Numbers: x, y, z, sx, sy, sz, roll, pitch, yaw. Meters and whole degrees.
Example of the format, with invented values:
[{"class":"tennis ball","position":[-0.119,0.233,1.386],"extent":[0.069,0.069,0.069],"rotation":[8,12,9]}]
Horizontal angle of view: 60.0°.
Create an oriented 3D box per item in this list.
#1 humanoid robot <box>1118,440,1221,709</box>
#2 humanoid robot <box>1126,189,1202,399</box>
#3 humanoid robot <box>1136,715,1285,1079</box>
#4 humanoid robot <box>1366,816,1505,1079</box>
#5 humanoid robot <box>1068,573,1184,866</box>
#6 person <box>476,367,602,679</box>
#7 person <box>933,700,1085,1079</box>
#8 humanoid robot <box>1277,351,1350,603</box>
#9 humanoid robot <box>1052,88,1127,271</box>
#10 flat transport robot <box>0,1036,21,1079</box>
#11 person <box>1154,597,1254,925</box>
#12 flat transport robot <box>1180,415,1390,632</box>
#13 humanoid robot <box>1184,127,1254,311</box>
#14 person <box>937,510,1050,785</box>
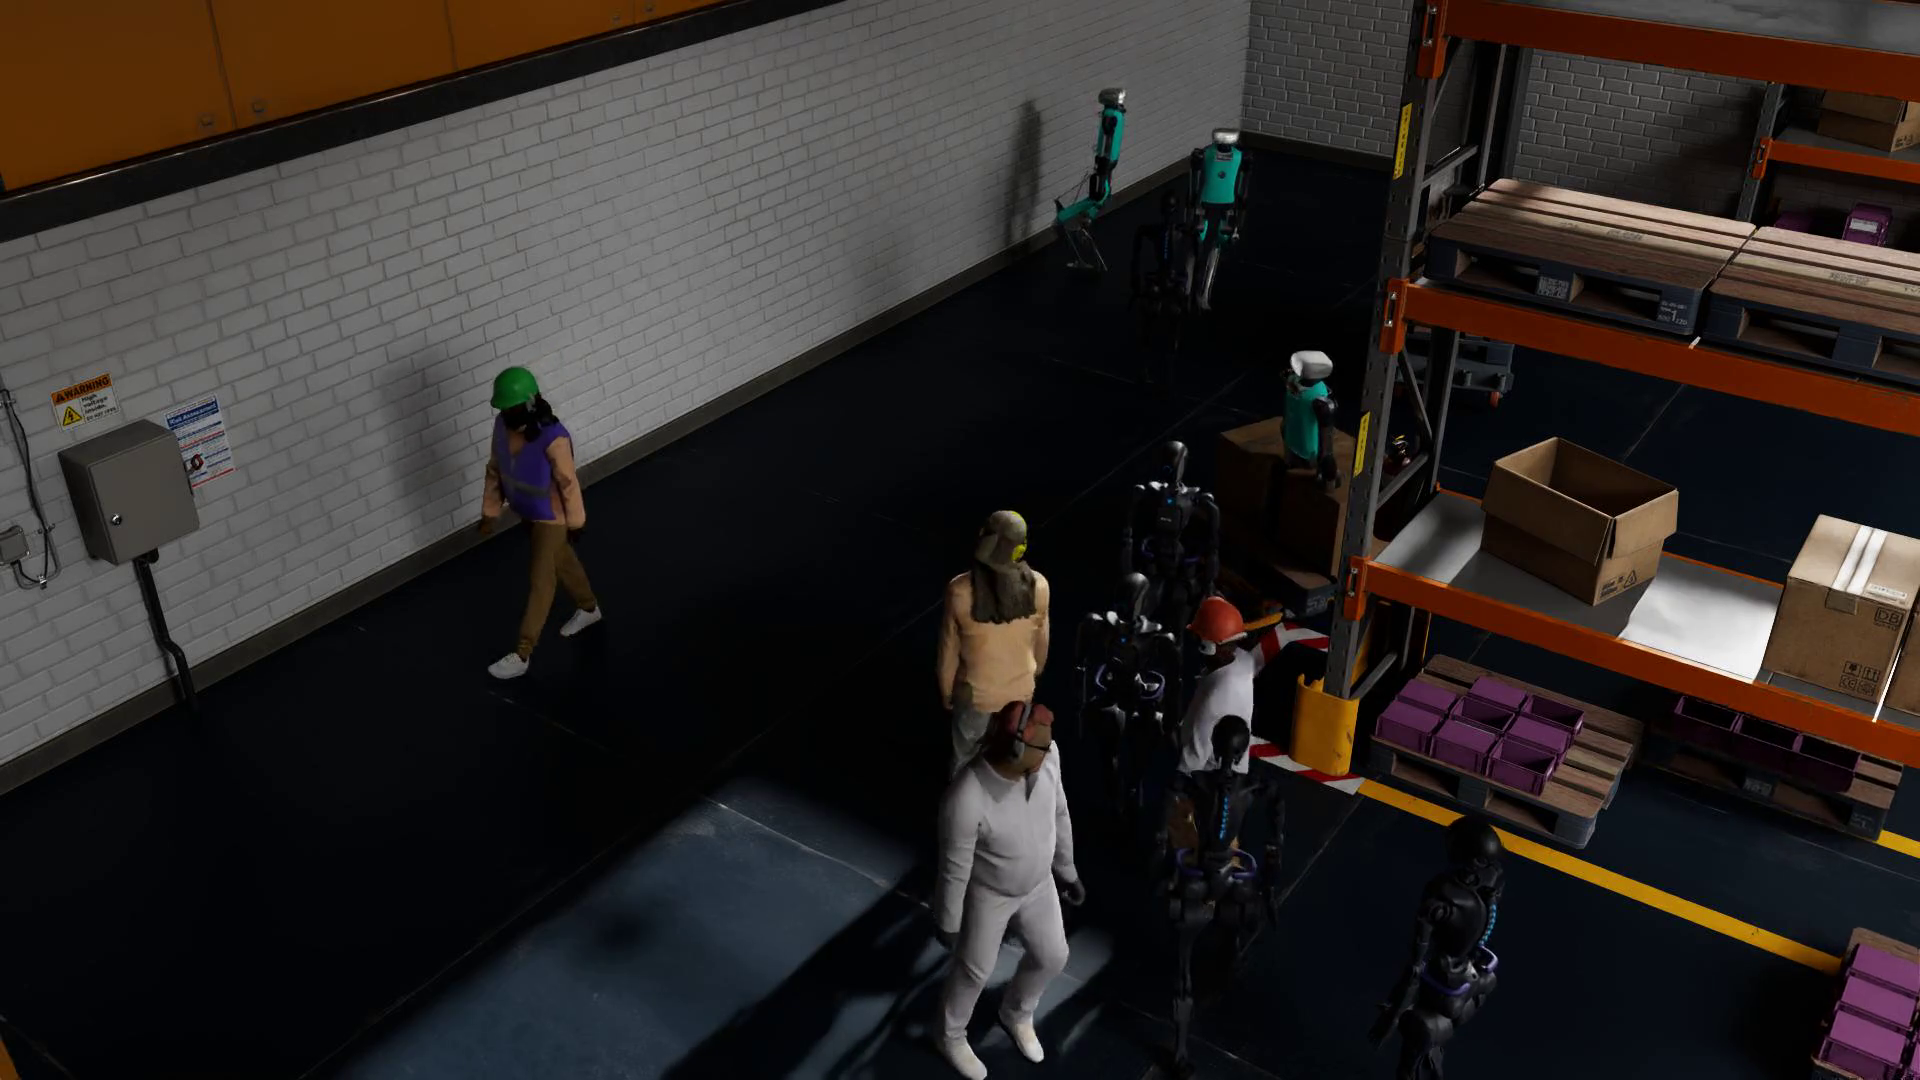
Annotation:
[{"class":"humanoid robot","position":[1.164,0.219,9.248],"extent":[0.606,1.656,0.355],"rotation":[8,31,14]},{"class":"humanoid robot","position":[1.594,-1.915,12.944],"extent":[0.589,1.647,0.377],"rotation":[4,30,7]},{"class":"humanoid robot","position":[1.069,1.477,7.122],"extent":[0.611,1.628,0.788],"rotation":[2,30,3]},{"class":"humanoid robot","position":[1.879,1.776,6.549],"extent":[0.589,1.651,0.326],"rotation":[-23,37,-34]},{"class":"humanoid robot","position":[0.822,0.835,8.181],"extent":[0.595,1.639,0.408],"rotation":[12,32,20]},{"class":"person","position":[-2.514,-0.129,9.656],"extent":[0.528,1.874,1.006],"rotation":[21,36,32]},{"class":"person","position":[0.185,1.448,6.924],"extent":[0.505,1.872,0.661],"rotation":[25,38,36]},{"class":"humanoid robot","position":[2.277,-0.351,10.180],"extent":[0.762,1.775,0.541],"rotation":[-11,32,-18]},{"class":"humanoid robot","position":[1.120,-3.231,15.224],"extent":[0.743,1.822,0.531],"rotation":[7,31,11]},{"class":"flat transport robot","position":[-4.699,2.426,6.831],"extent":[1.431,0.231,0.659],"rotation":[-23,37,-34]},{"class":"person","position":[1.116,1.057,7.744],"extent":[0.530,1.725,0.533],"rotation":[3,30,4]},{"class":"flat transport robot","position":[2.190,0.187,10.715],"extent":[1.431,0.231,0.659],"rotation":[-16,34,-26]},{"class":"humanoid robot","position":[2.173,-2.748,14.360],"extent":[0.548,1.795,0.819],"rotation":[1,30,1]},{"class":"person","position":[0.164,0.699,8.265],"extent":[0.564,1.853,0.427],"rotation":[-7,31,-12]}]
